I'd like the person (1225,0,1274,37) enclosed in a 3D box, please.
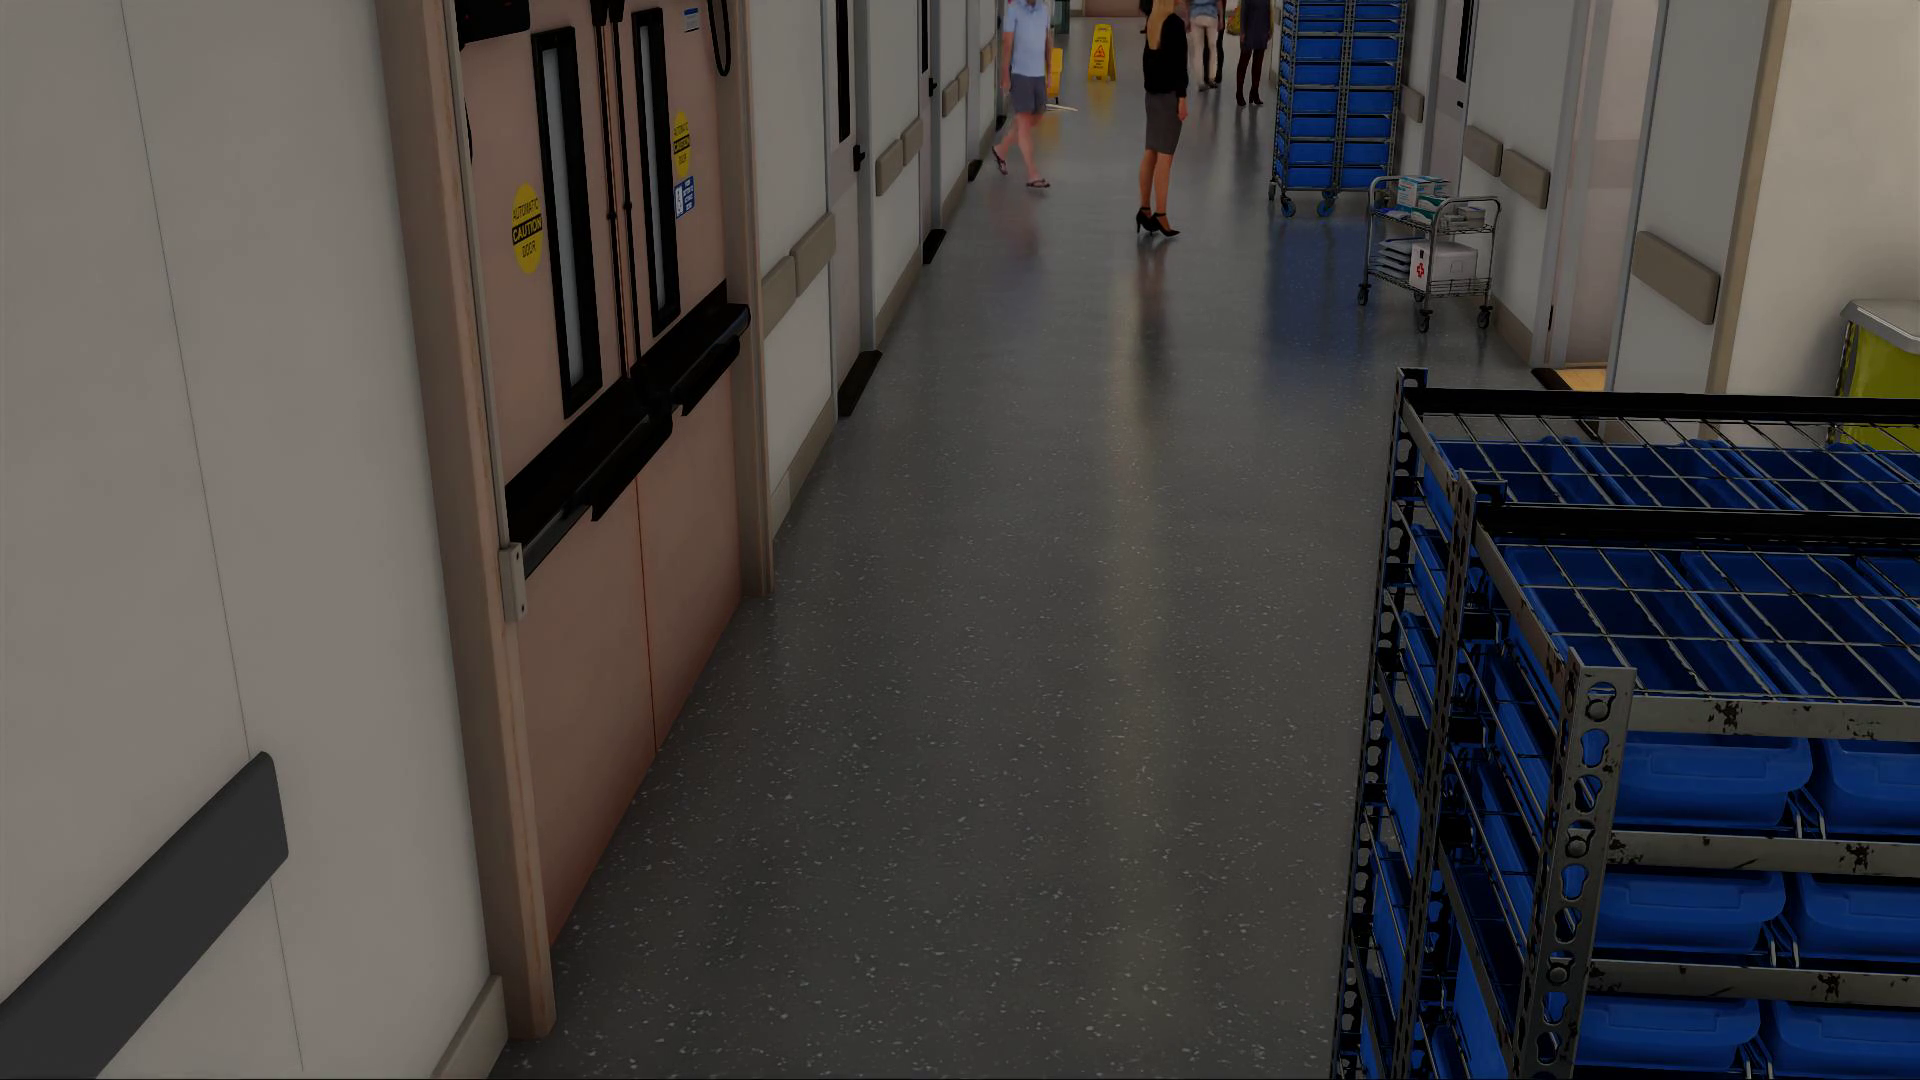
[{"bbox_3d":[5.486,-10.029,30.553,1.244,1.605,1.280,17,27,38],"label":"person"}]

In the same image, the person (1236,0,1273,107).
[{"bbox_3d":[3.586,-6.181,20.246,0.663,1.710,0.662,-9,22,-22],"label":"person"}]

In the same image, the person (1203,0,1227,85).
[{"bbox_3d":[3.482,-7.123,22.817,0.657,1.649,0.658,-8,22,-20],"label":"person"}]

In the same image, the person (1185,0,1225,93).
[{"bbox_3d":[3.156,-6.761,21.616,0.712,1.823,0.678,7,22,18],"label":"person"}]

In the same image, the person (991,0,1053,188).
[{"bbox_3d":[0.509,-3.969,14.265,1.133,1.809,1.201,-16,26,-36],"label":"person"}]

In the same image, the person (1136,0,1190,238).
[{"bbox_3d":[1.461,-3.131,12.006,0.761,1.841,0.654,-10,23,-24],"label":"person"}]
